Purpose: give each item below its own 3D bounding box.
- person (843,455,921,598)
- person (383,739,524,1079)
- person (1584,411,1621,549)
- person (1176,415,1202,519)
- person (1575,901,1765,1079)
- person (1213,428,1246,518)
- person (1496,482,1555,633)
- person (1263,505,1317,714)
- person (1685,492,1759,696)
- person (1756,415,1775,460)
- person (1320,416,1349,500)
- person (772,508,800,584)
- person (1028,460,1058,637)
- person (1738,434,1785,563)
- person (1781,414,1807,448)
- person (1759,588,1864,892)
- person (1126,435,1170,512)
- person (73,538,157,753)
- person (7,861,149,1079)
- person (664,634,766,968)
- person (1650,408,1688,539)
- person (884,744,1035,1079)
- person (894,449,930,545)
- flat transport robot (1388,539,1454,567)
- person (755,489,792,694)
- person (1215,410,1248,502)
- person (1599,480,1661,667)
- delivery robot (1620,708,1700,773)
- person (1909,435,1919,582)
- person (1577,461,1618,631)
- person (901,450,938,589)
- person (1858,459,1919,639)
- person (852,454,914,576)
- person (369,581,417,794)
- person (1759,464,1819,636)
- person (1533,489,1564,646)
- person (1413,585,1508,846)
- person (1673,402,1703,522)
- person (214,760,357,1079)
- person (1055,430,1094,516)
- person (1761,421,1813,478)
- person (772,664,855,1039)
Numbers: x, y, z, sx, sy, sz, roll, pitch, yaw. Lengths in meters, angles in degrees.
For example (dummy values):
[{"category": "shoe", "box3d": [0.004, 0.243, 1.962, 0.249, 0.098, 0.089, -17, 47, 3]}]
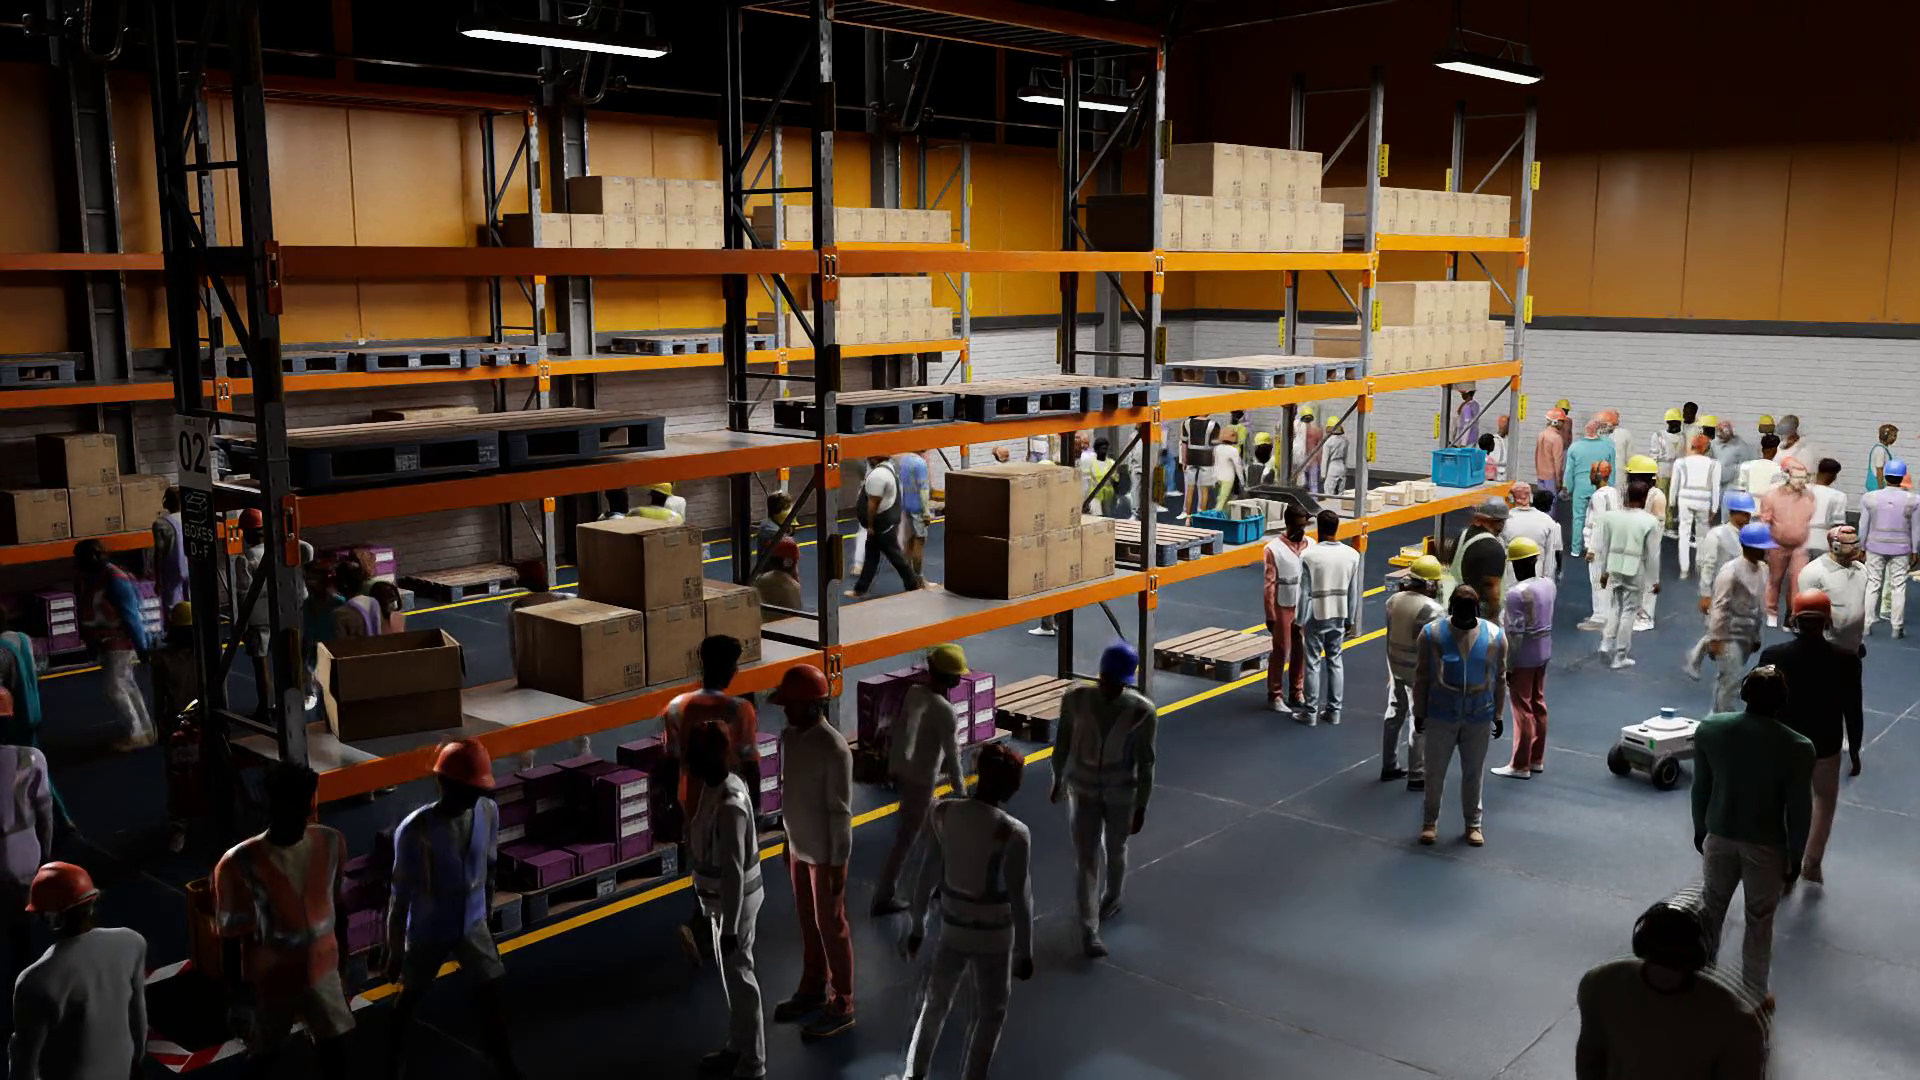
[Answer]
[{"category": "person", "box3d": [-0.896, -0.281, 19.962, 1.004, 2.000, 0.691, 1, 10, 8]}, {"category": "person", "box3d": [-2.449, 1.834, 7.909, 1.069, 1.859, 0.618, 9, 13, 42]}, {"category": "person", "box3d": [9.089, -0.833, 23.447, 0.545, 1.972, 0.654, -1, 10, -8]}, {"category": "person", "box3d": [3.677, -1.251, 26.116, 0.584, 1.919, 0.381, 8, 13, 41]}, {"category": "person", "box3d": [2.512, 2.149, 5.957, 0.637, 1.879, 1.092, 6, 11, 32]}, {"category": "person", "box3d": [4.034, -0.869, 24.795, 0.805, 1.592, 0.515, -4, 10, -24]}, {"category": "person", "box3d": [5.527, 0.373, 16.479, 0.639, 1.902, 0.407, -1, 10, -4]}, {"category": "person", "box3d": [2.969, 0.615, 15.025, 0.599, 1.908, 0.397, -6, 11, -33]}, {"category": "person", "box3d": [7.213, 0.492, 15.651, 0.620, 1.933, 0.575, -3, 10, -15]}, {"category": "person", "box3d": [12.305, -1.048, 25.462, 0.320, 1.737, 0.486, 8, 13, 40]}, {"category": "person", "box3d": [5.665, -1.011, 25.233, 0.485, 1.736, 0.322, -5, 11, -28]}, {"category": "person", "box3d": [-1.657, 0.572, 15.695, 0.330, 1.765, 0.533, -7, 12, -38]}, {"category": "person", "box3d": [0.945, 0.086, 18.109, 0.386, 1.926, 0.591, 8, 12, 38]}, {"category": "person", "box3d": [9.927, -0.339, 20.572, 0.378, 1.961, 0.611, -9, 13, -43]}, {"category": "person", "box3d": [11.705, -0.810, 23.469, 0.365, 1.931, 0.636, 9, 13, 44]}, {"category": "person", "box3d": [5.464, 1.294, 10.739, 0.656, 1.976, 0.455, 6, 11, 30]}, {"category": "person", "box3d": [3.071, -1.354, 26.939, 0.679, 1.856, 0.531, -4, 10, -23]}, {"category": "person", "box3d": [-6.998, 0.867, 13.820, 0.530, 1.804, 0.645, -9, 13, -42]}, {"category": "person", "box3d": [-3.469, 2.112, 6.564, 0.484, 1.741, 0.578, 4, 10, 21]}, {"category": "person", "box3d": [-1.451, 1.506, 9.597, 0.612, 1.938, 0.697, 5, 11, 26]}, {"category": "person", "box3d": [10.387, -0.965, 24.380, 0.585, 1.929, 0.366, -2, 10, -13]}, {"category": "person", "box3d": [-0.014, 1.850, 7.807, 0.773, 1.851, 0.439, 6, 11, 33]}, {"category": "person", "box3d": [-0.768, -0.787, 23.557, 0.664, 1.853, 1.013, 6, 11, 31]}, {"category": "flat transport robot", "box3d": [6.461, 0.186, 22.449, 1.431, 0.197, 0.652, -9, 13, -43]}, {"category": "person", "box3d": [-1.746, 0.482, 15.718, 0.375, 1.937, 0.628, -2, 10, -10]}, {"category": "person", "box3d": [4.561, -1.405, 27.837, 0.327, 1.650, 0.607, -7, 12, -35]}, {"category": "person", "box3d": [6.710, 0.343, 16.655, 0.458, 1.901, 0.587, -6, 11, -32]}, {"category": "delivery robot", "box3d": [5.553, 1.565, 13.090, 0.707, 0.478, 0.477, -5, 11, -27]}, {"category": "person", "box3d": [12.334, -0.476, 21.168, 0.407, 2.036, 0.609, 2, 10, 11]}, {"category": "person", "box3d": [7.065, 0.063, 18.375, 0.342, 1.882, 0.579, 7, 12, 37]}, {"category": "person", "box3d": [-0.519, -0.400, 20.667, 0.371, 2.044, 0.608, -4, 10, -25]}, {"category": "person", "box3d": [10.040, 0.097, 17.980, 0.605, 1.948, 0.384, 6, 11, 31]}, {"category": "person", "box3d": [-1.031, -0.552, 21.580, 0.687, 2.000, 1.054, 7, 12, 38]}, {"category": "person", "box3d": [-4.422, 1.116, 12.836, 0.282, 1.633, 0.501, 3, 10, 19]}, {"category": "person", "box3d": [9.084, 0.103, 18.223, 0.638, 1.859, 0.941, 4, 10, 20]}, {"category": "person", "box3d": [6.133, 0.297, 17.557, 0.389, 1.684, 0.559, -6, 11, -33]}, {"category": "person", "box3d": [3.484, 1.218, 11.606, 0.635, 1.842, 0.429, 2, 10, 10]}, {"category": "person", "box3d": [11.325, -1.188, 25.786, 0.390, 1.911, 0.584, -3, 10, -17]}, {"category": "person", "box3d": [-3.002, 1.889, 7.397, 0.944, 1.918, 0.634, 9, 13, 42]}, {"category": "person", "box3d": [1.537, -0.572, 22.084, 0.556, 1.916, 0.444, 7, 12, 34]}, {"category": "person", "box3d": [10.936, -0.659, 22.220, 1.034, 2.000, 0.756, -8, 12, -40]}, {"category": "person", "box3d": [-0.783, 1.621, 8.786, 0.409, 1.986, 0.620, -6, 11, -33]}]
